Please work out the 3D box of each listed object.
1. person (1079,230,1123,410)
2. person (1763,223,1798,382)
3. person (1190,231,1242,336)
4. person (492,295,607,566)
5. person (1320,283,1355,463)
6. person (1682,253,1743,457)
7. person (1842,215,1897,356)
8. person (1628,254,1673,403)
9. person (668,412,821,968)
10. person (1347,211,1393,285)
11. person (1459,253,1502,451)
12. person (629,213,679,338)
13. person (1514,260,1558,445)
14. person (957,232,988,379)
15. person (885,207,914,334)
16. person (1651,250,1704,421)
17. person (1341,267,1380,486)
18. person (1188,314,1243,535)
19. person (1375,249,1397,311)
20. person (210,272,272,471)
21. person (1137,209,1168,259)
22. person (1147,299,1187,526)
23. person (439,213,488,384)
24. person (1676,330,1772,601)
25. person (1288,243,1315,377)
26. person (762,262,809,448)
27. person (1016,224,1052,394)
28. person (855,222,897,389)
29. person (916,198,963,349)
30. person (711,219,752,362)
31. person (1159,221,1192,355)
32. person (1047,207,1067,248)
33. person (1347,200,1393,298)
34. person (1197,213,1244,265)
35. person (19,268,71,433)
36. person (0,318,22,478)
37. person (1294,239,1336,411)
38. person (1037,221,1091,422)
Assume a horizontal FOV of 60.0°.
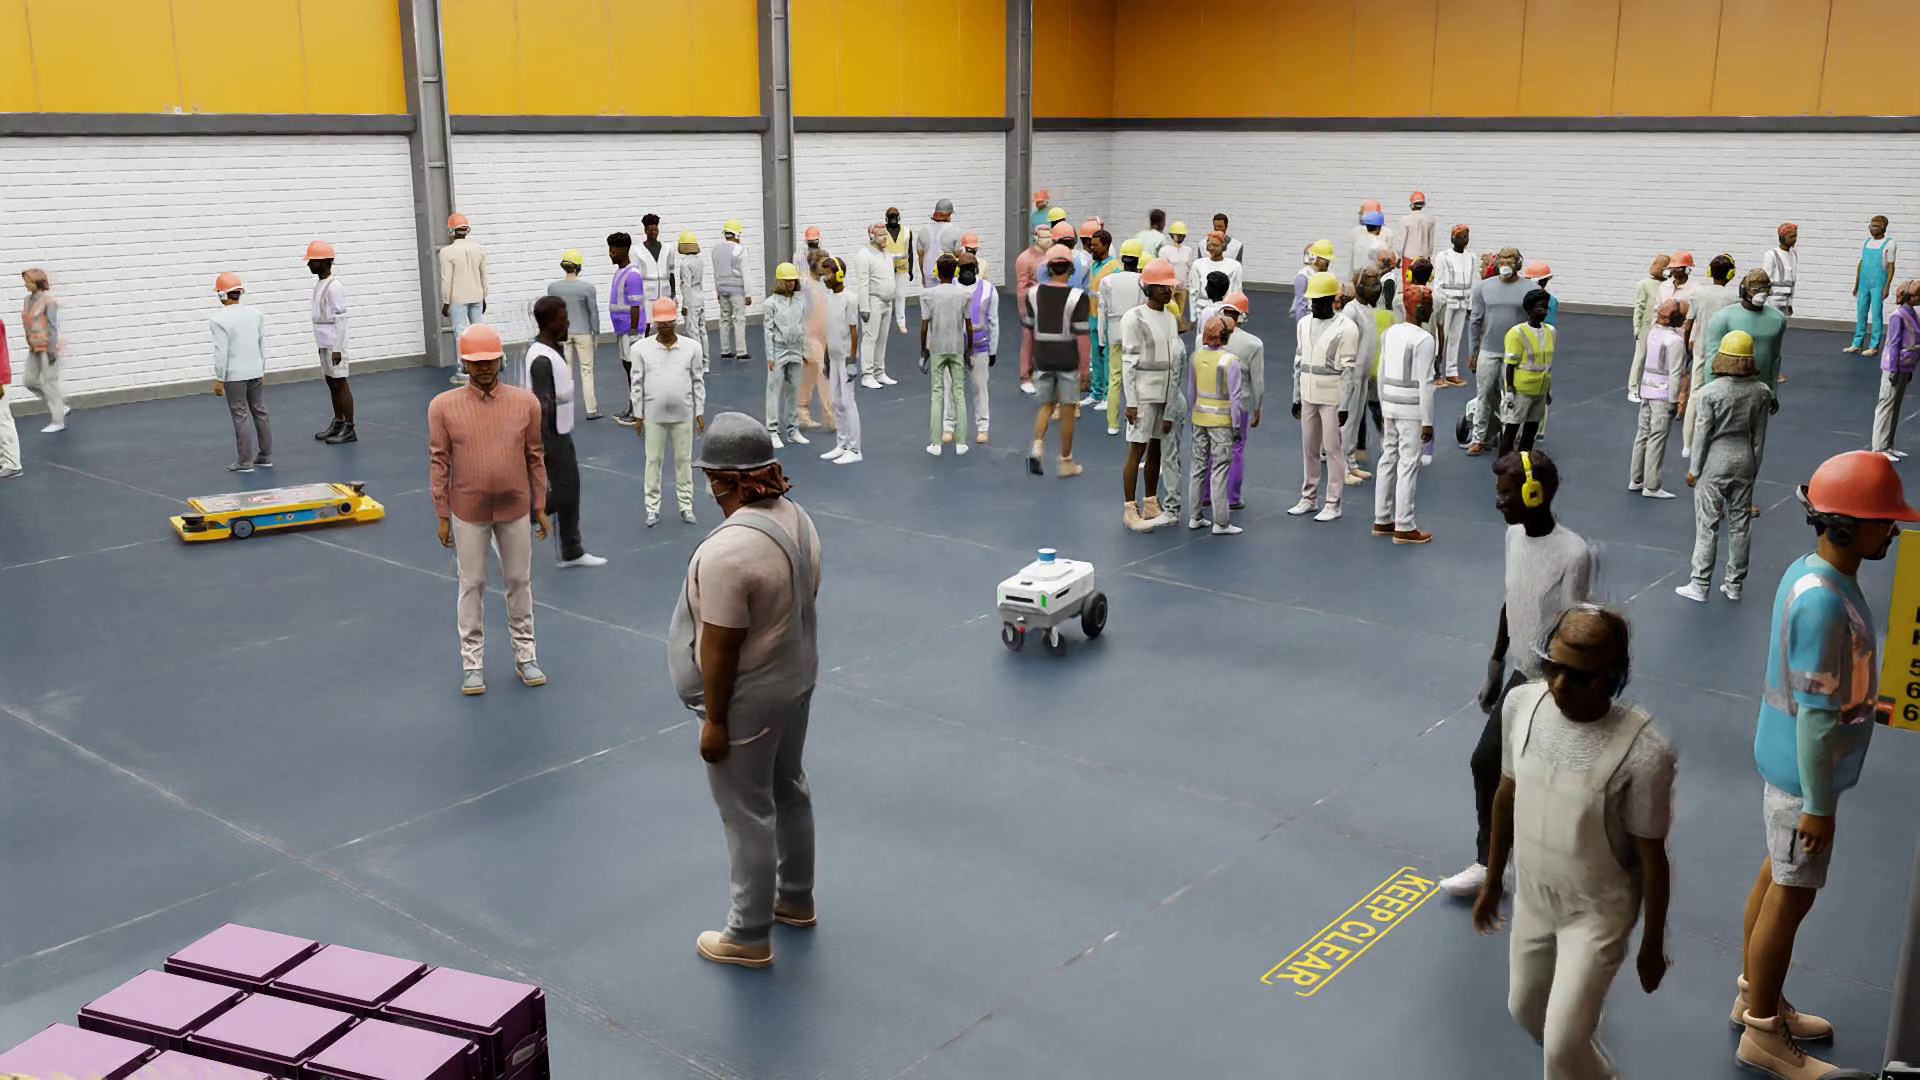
[{"bbox_3d":[1.533,-2.360,17.853,0.391,1.919,0.590,-8,16,-28],"label":"person"},{"bbox_3d":[9.662,-2.795,19.665,0.585,1.879,0.337,-10,17,-34],"label":"person"},{"bbox_3d":[2.790,-2.433,18.219,0.574,1.882,0.358,6,15,24],"label":"person"},{"bbox_3d":[-2.829,-0.717,11.330,0.668,1.902,0.595,-2,14,-8],"label":"person"},{"bbox_3d":[3.375,-1.464,14.839,0.306,1.640,0.522,-2,14,-8],"label":"person"},{"bbox_3d":[6.862,-1.669,15.191,0.516,1.871,0.325,12,18,40],"label":"person"},{"bbox_3d":[12.066,-3.361,22.001,0.330,1.844,0.519,-6,15,-22],"label":"person"},{"bbox_3d":[7.646,-2.322,18.303,0.504,1.628,0.277,-2,14,-7],"label":"person"},{"bbox_3d":[-0.792,0.525,6.075,0.536,2.000,0.684,5,15,18],"label":"person"},{"bbox_3d":[5.349,-3.243,21.390,0.820,1.919,0.617,-7,16,-27],"label":"person"},{"bbox_3d":[4.964,-1.754,15.579,0.390,1.846,0.565,9,16,31],"label":"person"},{"bbox_3d":[-3.722,-2.980,20.230,0.613,1.964,0.361,-9,16,-31],"label":"person"},{"bbox_3d":[5.461,-1.783,15.877,0.338,1.752,0.564,12,19,40],"label":"person"},{"bbox_3d":[0.117,-2.819,20.019,0.568,1.751,0.329,-9,17,-33],"label":"person"},{"bbox_3d":[-0.975,-3.924,24.259,0.633,1.841,0.429,-4,14,-14],"label":"person"},{"bbox_3d":[7.382,-2.112,17.195,0.328,1.752,0.563,-9,17,-32],"label":"person"},{"bbox_3d":[3.371,-1.394,14.139,0.326,1.843,0.517,8,16,30],"label":"person"},{"bbox_3d":[1.897,-0.855,12.402,0.309,1.641,0.513,-11,18,-36],"label":"person"},{"bbox_3d":[4.791,-2.464,18.833,0.306,1.639,0.523,1,14,4],"label":"person"},{"bbox_3d":[-6.364,-1.482,14.675,0.332,1.753,0.561,6,15,22],"label":"person"},{"bbox_3d":[2.583,-3.517,22.559,0.431,1.888,0.612,-7,16,-26],"label":"person"},{"bbox_3d":[1.566,-0.979,12.715,0.324,1.731,0.487,0,14,1],"label":"person"},{"bbox_3d":[-5.850,-2.846,19.639,0.375,1.995,0.611,11,18,38],"label":"person"},{"bbox_3d":[4.891,-0.468,10.649,0.486,1.744,0.294,-2,14,-7],"label":"person"},{"bbox_3d":[4.175,-2.736,19.963,0.393,1.623,0.508,-3,14,-11],"label":"person"},{"bbox_3d":[-1.637,-1.754,15.786,0.483,1.745,0.305,-12,19,-40],"label":"person"},{"bbox_3d":[0.933,-2.633,18.969,0.652,1.906,0.402,-12,18,-40],"label":"person"},{"bbox_3d":[-0.947,-2.727,19.342,0.404,1.906,0.651,7,16,26],"label":"person"},{"bbox_3d":[-0.213,-3.618,22.631,0.688,2.000,0.535,7,16,27],"label":"person"},{"bbox_3d":[-2.926,-3.215,21.466,0.594,1.825,0.403,9,17,32],"label":"person"},{"bbox_3d":[2.851,-3.323,22.005,0.526,1.770,0.329,-7,16,-27],"label":"person"},{"bbox_3d":[1.345,-3.516,22.476,0.393,1.917,0.589,4,15,16],"label":"person"},{"bbox_3d":[5.654,-3.688,23.004,0.610,1.996,0.379,7,16,25],"label":"person"},{"bbox_3d":[3.269,-3.165,21.067,0.593,1.920,0.391,5,15,20],"label":"person"},{"bbox_3d":[-9.102,-1.876,16.492,0.544,1.625,0.359,9,17,33],"label":"person"},{"bbox_3d":[-8.433,-1.406,14.406,0.573,1.739,0.355,13,19,41],"label":"person"},{"bbox_3d":[3.808,-2.292,17.776,0.603,1.820,0.404,-13,19,-43],"label":"person"},{"bbox_3d":[1.044,-2.238,17.112,0.607,2.044,0.374,-7,15,-25],"label":"person"}]
